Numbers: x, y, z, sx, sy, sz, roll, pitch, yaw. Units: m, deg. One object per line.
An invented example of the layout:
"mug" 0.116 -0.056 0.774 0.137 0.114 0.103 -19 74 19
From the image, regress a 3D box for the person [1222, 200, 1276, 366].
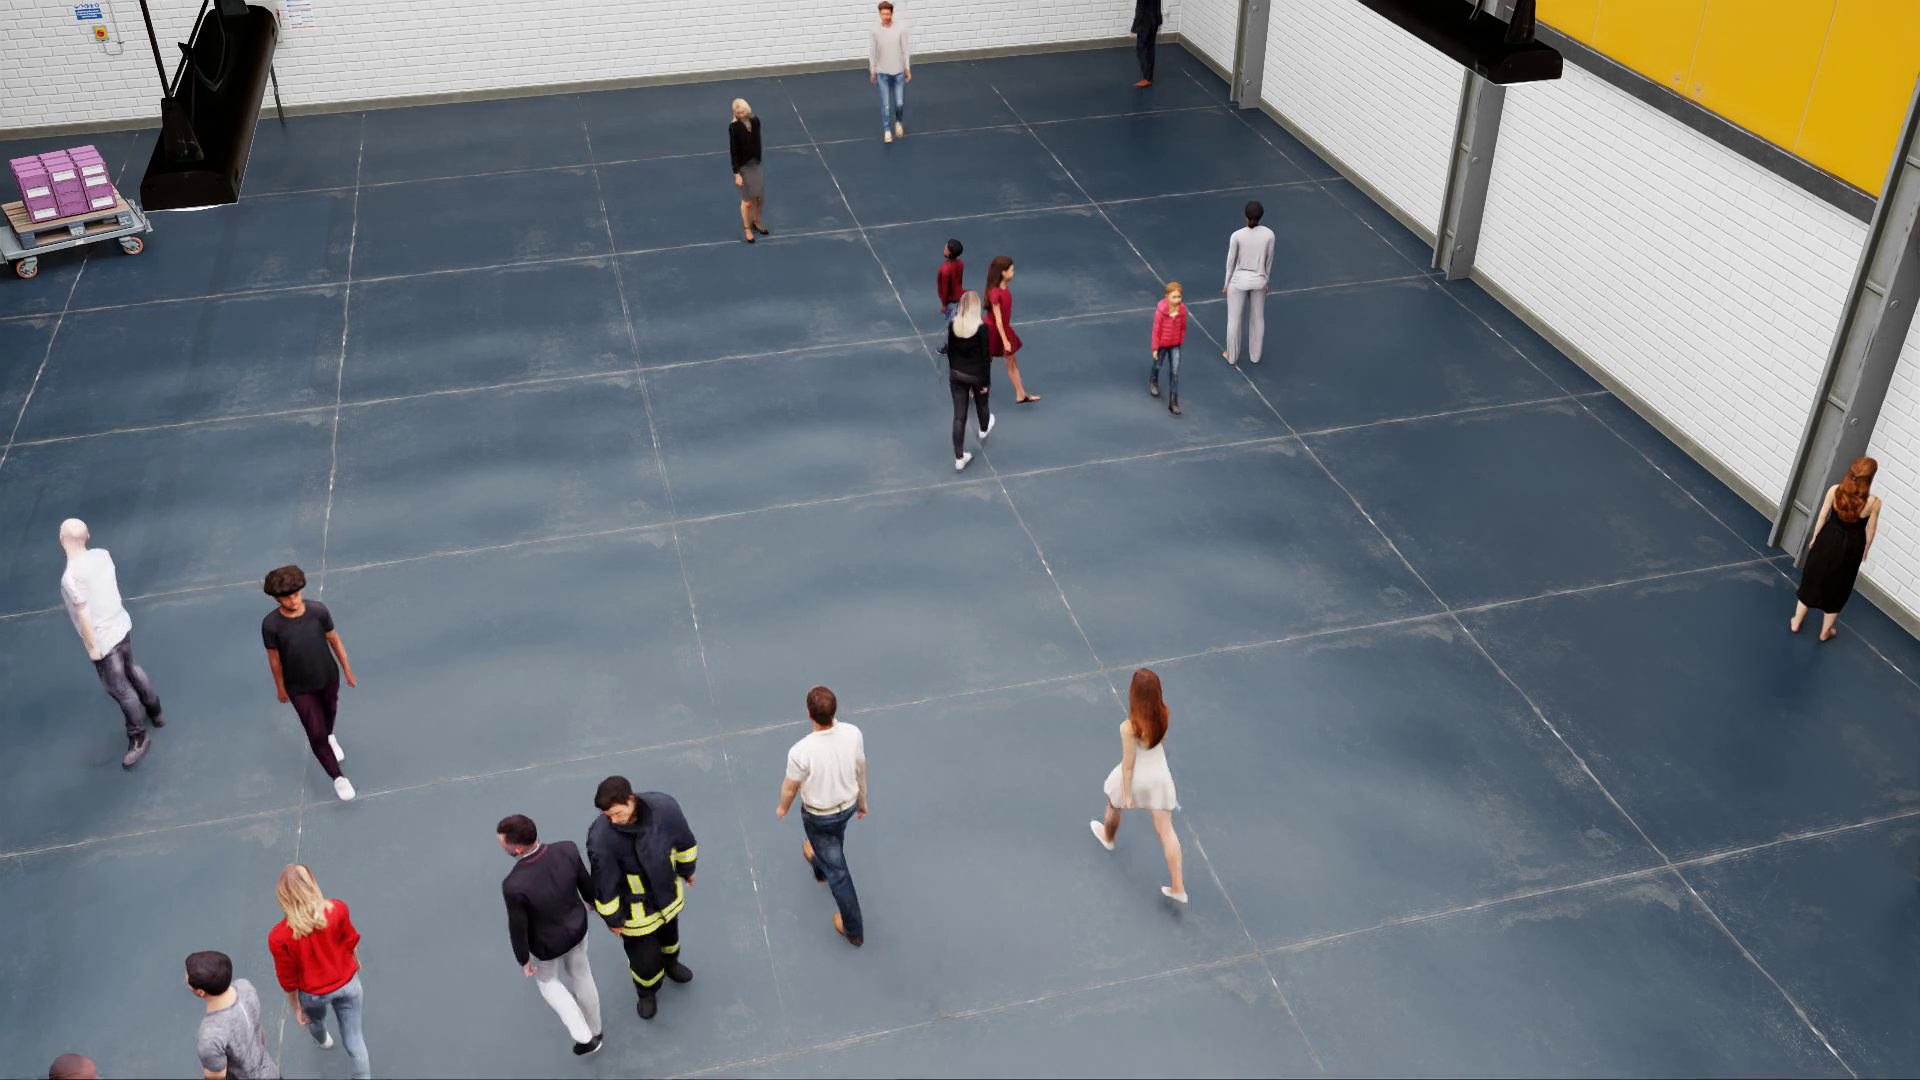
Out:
"person" 2.923 -2.605 16.860 0.671 1.736 0.611 -2 34 -3

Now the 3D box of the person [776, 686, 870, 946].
"person" -0.753 1.748 10.238 0.949 1.817 1.219 -23 40 -30

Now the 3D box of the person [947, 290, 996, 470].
"person" 0.042 -1.422 15.162 1.021 1.646 1.159 13 36 18

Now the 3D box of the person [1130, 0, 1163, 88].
"person" 2.772 -7.549 24.275 0.889 1.761 0.900 -25 41 -32

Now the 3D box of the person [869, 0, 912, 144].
"person" -0.933 -6.294 22.271 0.767 1.890 0.743 -1 34 -1

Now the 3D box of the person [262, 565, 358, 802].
"person" -4.535 0.906 11.575 0.932 1.739 1.168 -25 41 -32

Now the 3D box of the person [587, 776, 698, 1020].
"person" -1.878 2.018 9.772 0.918 1.883 0.941 20 39 28

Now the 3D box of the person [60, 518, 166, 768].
"person" -6.038 0.719 11.795 0.964 1.807 0.607 -10 35 -15

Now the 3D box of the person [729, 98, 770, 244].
"person" -2.471 -4.281 19.326 0.802 1.799 0.790 21 39 28

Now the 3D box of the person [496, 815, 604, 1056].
"person" -2.242 2.301 9.410 0.907 1.812 0.912 -22 39 -29

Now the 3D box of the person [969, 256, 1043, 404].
"person" 0.262 -2.015 16.186 1.064 1.501 1.082 13 36 19

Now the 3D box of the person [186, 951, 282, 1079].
"person" -3.653 2.832 8.567 0.794 1.862 0.634 2 34 3

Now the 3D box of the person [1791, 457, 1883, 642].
"person" 6.838 0.060 12.951 0.666 1.625 0.737 22 40 30

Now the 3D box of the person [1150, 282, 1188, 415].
"person" 1.996 -1.925 16.242 0.587 1.288 0.939 -4 34 -7

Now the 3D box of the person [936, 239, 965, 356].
"person" -0.075 -2.517 17.162 0.644 1.256 0.583 17 37 24

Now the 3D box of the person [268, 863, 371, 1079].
"person" -3.459 2.538 9.192 0.844 1.660 1.139 -21 39 -28

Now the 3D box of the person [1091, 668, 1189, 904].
"person" 1.236 1.581 10.625 0.727 1.666 1.238 -16 37 -23
